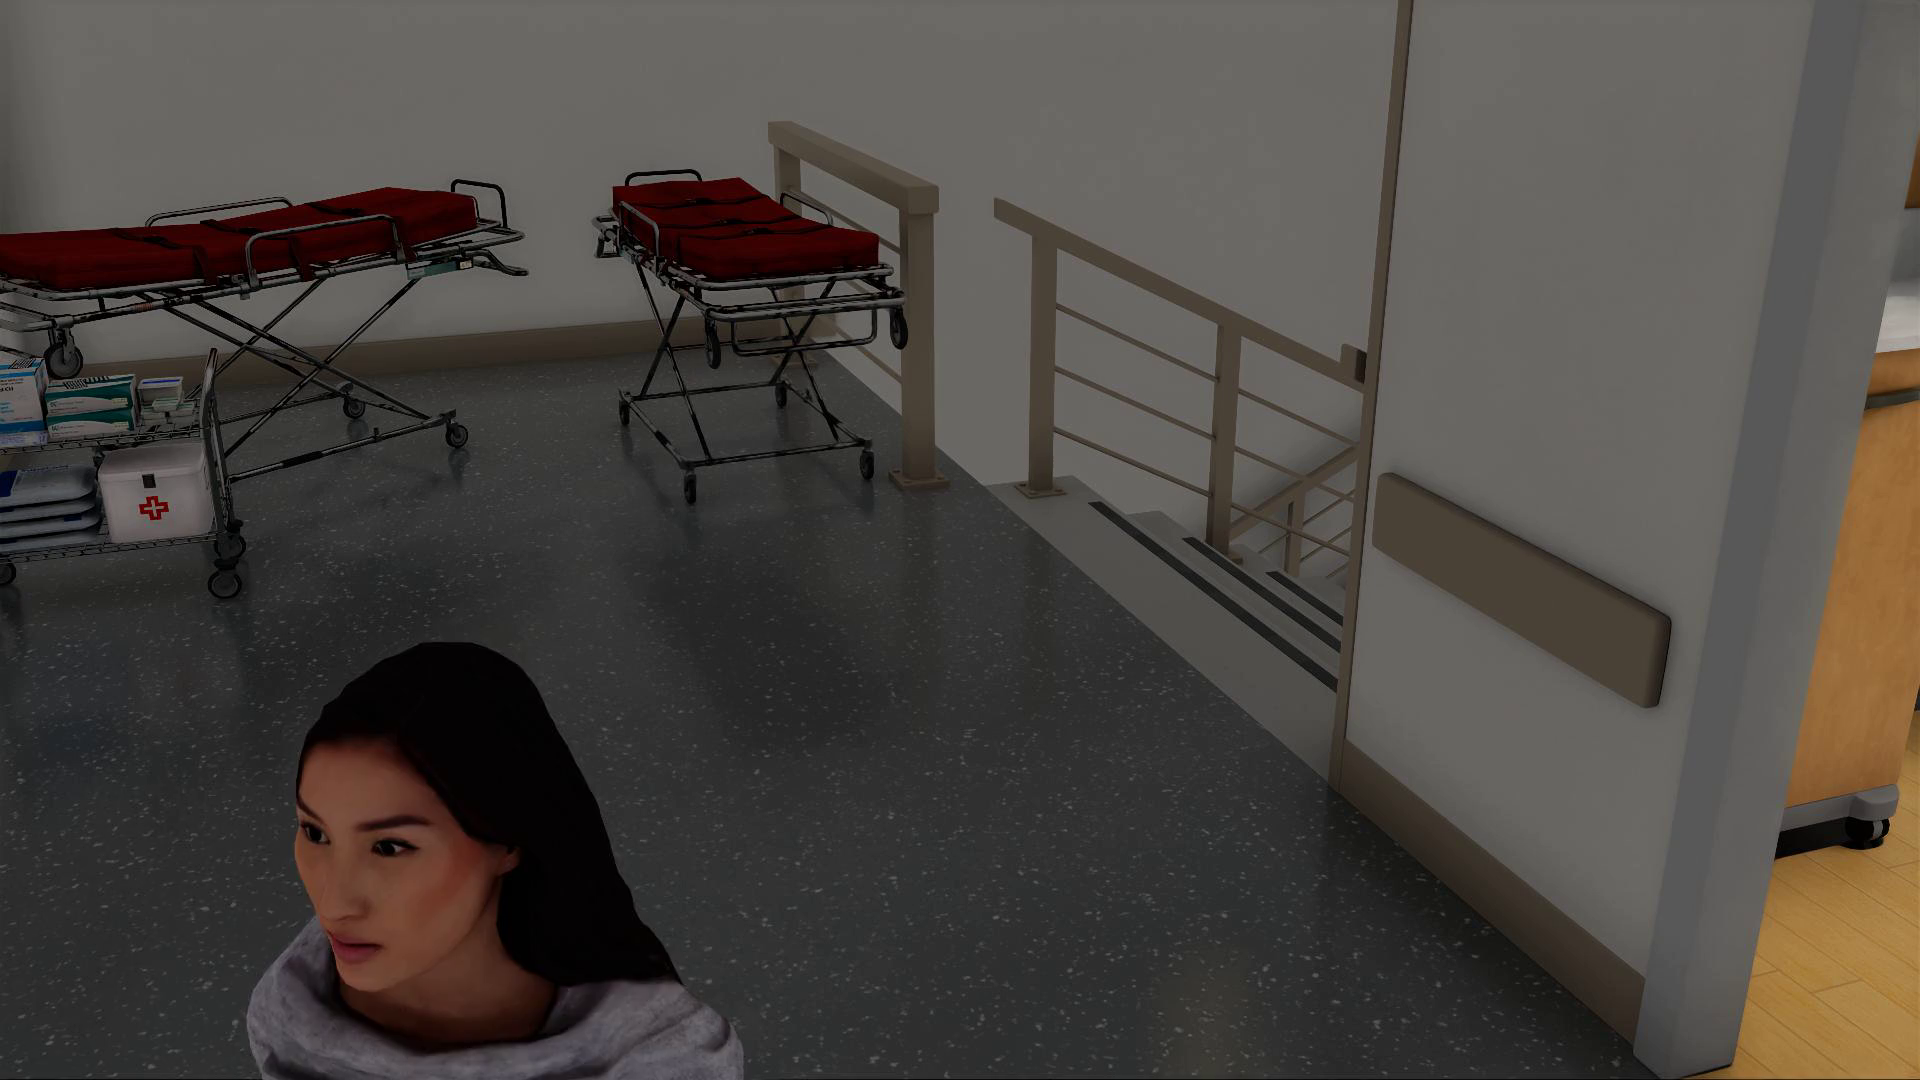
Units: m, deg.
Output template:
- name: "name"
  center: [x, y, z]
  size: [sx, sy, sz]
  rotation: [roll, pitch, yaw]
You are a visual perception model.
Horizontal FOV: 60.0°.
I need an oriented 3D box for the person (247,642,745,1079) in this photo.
- name: "person"
  center: [-0.374, 0.824, 1.614]
  size: [0.972, 1.579, 1.144]
  rotation: [4, 21, 11]
